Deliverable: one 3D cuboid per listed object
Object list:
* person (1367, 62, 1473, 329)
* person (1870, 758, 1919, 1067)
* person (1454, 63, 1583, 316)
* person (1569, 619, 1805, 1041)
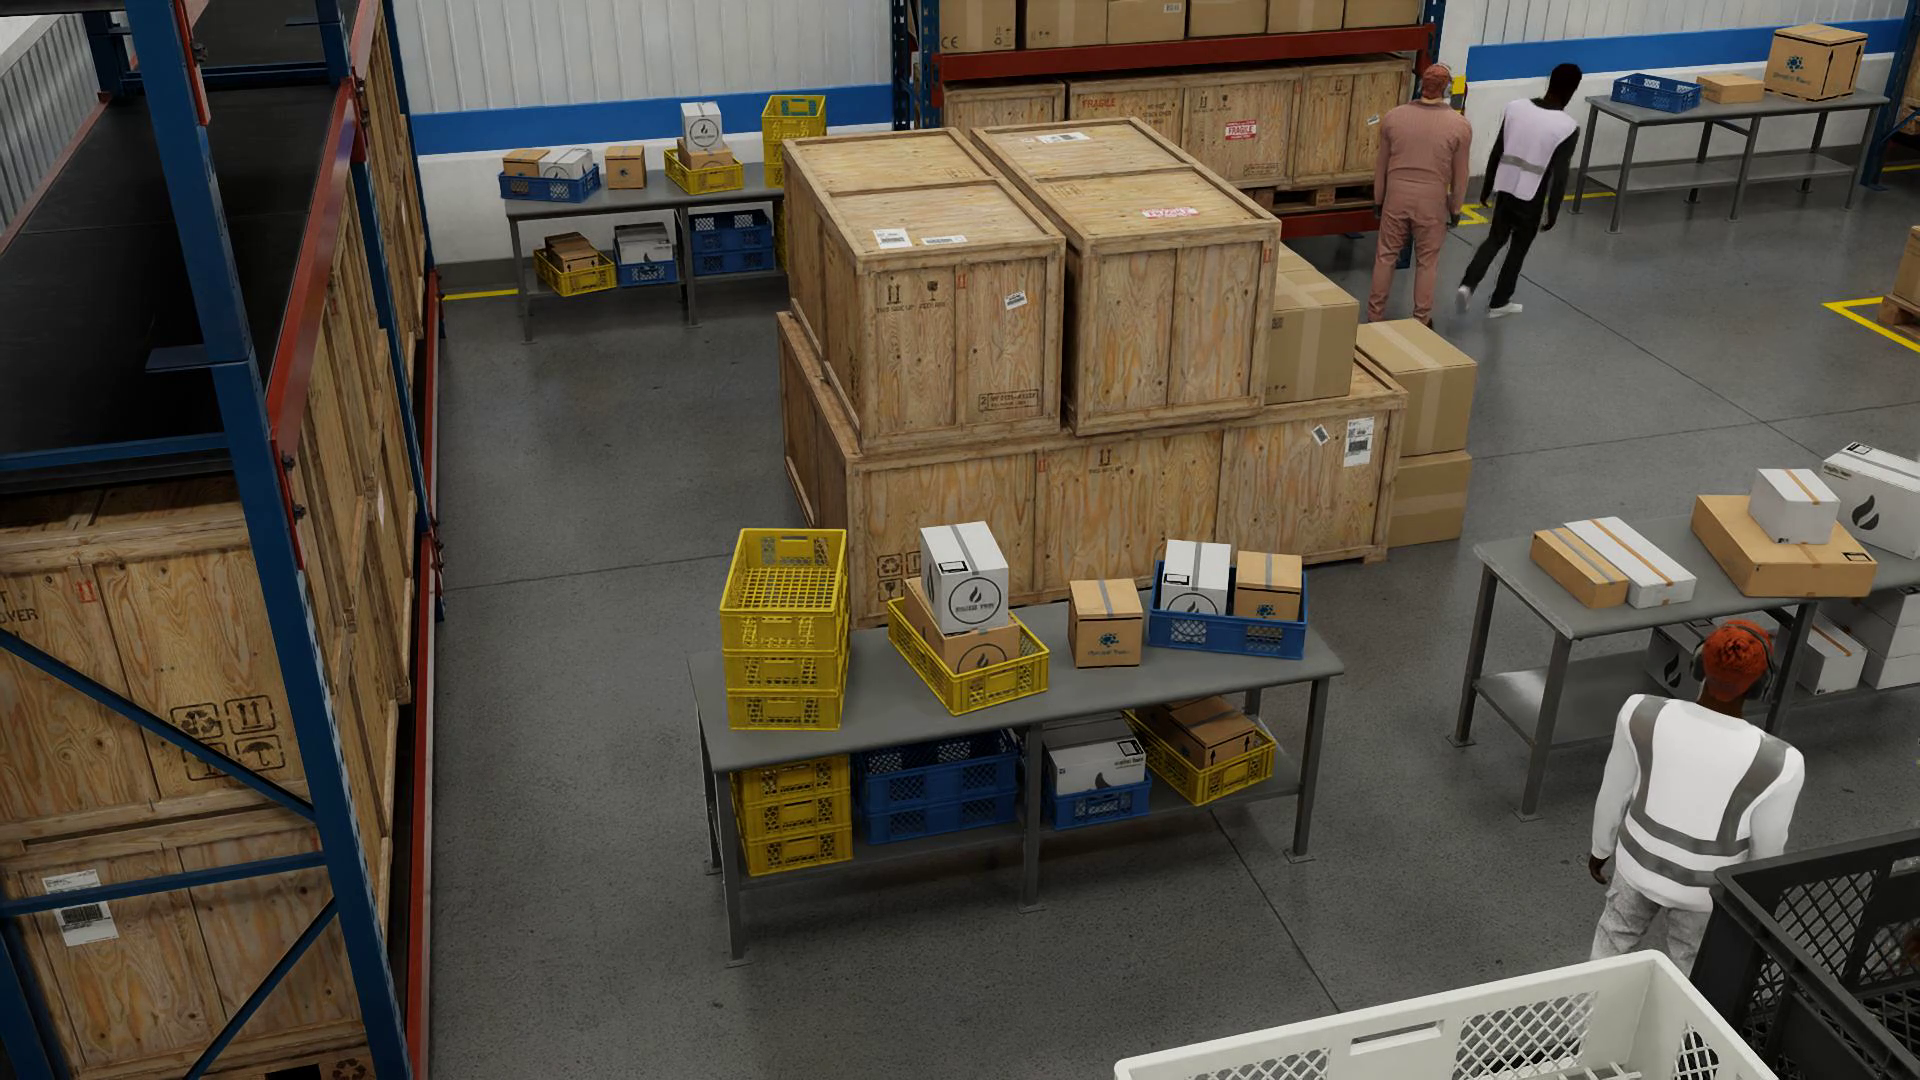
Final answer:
[{"bbox_3d":[3.251,-2.412,11.799,0.645,1.896,0.400,13,32,23],"label":"person"},{"bbox_3d":[2.904,1.339,5.049,0.545,1.829,0.497,-17,33,-27],"label":"person"},{"bbox_3d":[3.989,-2.451,11.887,0.627,1.875,0.660,-21,35,-33],"label":"person"},{"bbox_3d":[2.341,1.097,5.446,0.579,1.878,0.342,22,36,34],"label":"person"}]
